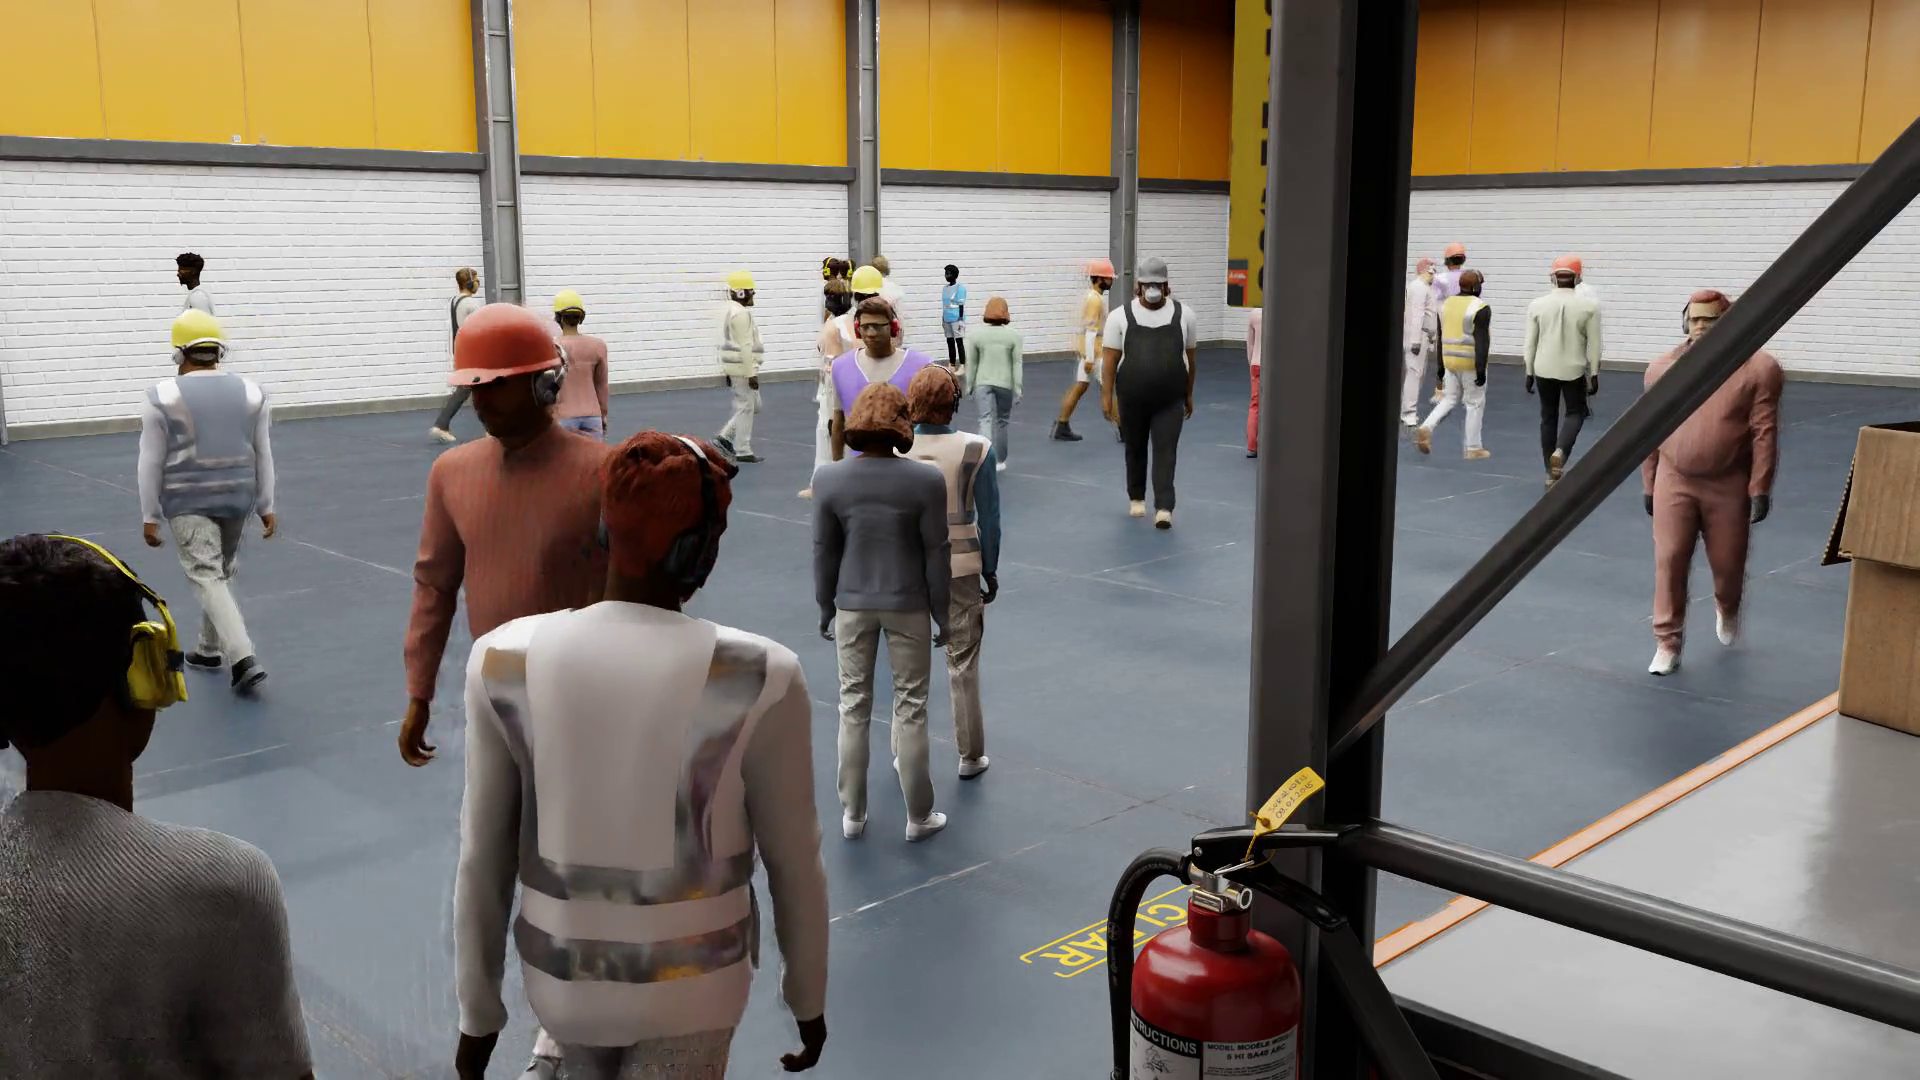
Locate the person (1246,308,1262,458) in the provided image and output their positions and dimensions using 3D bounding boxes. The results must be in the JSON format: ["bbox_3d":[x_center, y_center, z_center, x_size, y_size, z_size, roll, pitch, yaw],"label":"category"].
[{"bbox_3d":[2.950,-1.638,15.825,0.319,1.767,0.534,-6,12,-29],"label":"person"}]

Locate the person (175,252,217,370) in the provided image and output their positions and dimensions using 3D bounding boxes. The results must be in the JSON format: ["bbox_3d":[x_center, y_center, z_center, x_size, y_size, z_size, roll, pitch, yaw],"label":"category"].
[{"bbox_3d":[-7.538,-1.863,16.505,0.372,1.966,0.603,-4,11,-22],"label":"person"}]

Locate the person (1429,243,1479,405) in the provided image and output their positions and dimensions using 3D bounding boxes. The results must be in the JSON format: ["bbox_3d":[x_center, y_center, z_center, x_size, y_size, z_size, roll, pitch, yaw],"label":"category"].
[{"bbox_3d":[6.204,-2.705,20.955,0.614,2.034,0.578,0,10,-2],"label":"person"}]

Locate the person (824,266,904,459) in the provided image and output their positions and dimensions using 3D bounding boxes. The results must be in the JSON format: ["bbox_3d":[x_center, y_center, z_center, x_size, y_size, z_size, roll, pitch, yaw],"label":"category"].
[{"bbox_3d":[-0.633,-0.904,11.387,0.594,1.924,0.382,-6,12,-28],"label":"person"}]

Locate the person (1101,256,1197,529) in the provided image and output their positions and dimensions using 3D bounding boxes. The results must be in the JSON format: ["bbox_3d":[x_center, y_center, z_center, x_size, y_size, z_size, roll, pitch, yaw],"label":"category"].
[{"bbox_3d":[1.393,-1.127,12.287,0.700,2.000,1.040,1,10,4],"label":"person"}]

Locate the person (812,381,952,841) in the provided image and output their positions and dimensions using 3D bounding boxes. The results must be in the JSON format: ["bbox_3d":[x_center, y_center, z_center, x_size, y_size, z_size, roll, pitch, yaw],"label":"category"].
[{"bbox_3d":[-0.271,0.256,5.860,0.498,1.633,0.283,2,11,11],"label":"person"}]

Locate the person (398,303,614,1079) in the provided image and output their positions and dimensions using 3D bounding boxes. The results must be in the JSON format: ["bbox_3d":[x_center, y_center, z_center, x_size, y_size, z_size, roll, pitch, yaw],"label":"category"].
[{"bbox_3d":[-1.111,0.405,4.152,0.627,1.957,0.887,3,11,18],"label":"person"}]

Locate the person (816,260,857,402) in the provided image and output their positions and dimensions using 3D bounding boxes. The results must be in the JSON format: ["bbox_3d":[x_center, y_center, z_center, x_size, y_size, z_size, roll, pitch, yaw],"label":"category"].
[{"bbox_3d":[-1.462,-2.666,21.295,0.969,1.820,0.541,-7,13,-34],"label":"person"}]

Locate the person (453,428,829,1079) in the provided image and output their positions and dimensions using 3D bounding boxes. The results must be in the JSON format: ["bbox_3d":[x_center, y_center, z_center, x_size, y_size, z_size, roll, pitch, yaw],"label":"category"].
[{"bbox_3d":[-0.520,0.733,2.725,0.593,1.834,1.014,2,11,10],"label":"person"}]

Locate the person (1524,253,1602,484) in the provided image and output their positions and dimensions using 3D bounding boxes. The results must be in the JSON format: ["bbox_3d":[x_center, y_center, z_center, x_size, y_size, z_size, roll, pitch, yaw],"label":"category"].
[{"bbox_3d":[5.099,-1.433,14.118,0.636,1.980,0.564,6,12,29],"label":"person"}]

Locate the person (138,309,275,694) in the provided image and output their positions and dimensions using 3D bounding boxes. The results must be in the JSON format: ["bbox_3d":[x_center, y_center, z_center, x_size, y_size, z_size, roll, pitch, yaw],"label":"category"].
[{"bbox_3d":[-3.530,-0.188,7.843,0.889,1.796,0.598,9,13,39],"label":"person"}]

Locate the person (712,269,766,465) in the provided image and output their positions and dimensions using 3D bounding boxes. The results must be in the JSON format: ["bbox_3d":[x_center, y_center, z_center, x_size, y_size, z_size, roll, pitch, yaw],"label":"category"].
[{"bbox_3d":[-2.012,-1.589,15.416,0.423,1.818,0.596,-2,11,-13],"label":"person"}]

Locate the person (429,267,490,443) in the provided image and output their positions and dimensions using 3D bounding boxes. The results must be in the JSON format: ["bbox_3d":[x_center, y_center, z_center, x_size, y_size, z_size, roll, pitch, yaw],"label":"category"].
[{"bbox_3d":[-5.118,-1.918,17.241,0.939,1.812,0.510,-7,13,-35],"label":"person"}]

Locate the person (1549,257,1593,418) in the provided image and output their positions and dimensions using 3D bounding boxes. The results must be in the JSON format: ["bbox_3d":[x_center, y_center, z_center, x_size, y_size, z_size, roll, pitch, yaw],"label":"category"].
[{"bbox_3d":[7.136,-2.359,19.426,0.571,1.886,0.586,-5,11,-25],"label":"person"}]

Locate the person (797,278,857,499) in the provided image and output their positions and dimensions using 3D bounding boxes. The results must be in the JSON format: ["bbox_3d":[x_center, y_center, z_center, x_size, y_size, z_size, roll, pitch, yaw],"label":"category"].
[{"bbox_3d":[-0.864,-1.240,13.594,0.926,1.804,0.604,-9,13,-39],"label":"person"}]

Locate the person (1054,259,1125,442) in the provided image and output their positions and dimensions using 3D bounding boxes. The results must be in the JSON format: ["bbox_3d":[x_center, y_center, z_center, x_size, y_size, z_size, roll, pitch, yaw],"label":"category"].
[{"bbox_3d":[1.431,-1.940,17.152,0.989,1.888,0.567,0,10,2],"label":"person"}]

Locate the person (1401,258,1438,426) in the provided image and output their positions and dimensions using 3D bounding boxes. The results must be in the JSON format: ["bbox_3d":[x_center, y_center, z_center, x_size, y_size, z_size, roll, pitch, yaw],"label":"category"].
[{"bbox_3d":[5.195,-2.230,18.778,0.397,1.878,0.772,3,11,15],"label":"person"}]

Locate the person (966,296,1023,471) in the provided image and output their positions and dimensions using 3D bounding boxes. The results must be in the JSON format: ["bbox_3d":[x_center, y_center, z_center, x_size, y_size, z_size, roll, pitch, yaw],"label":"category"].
[{"bbox_3d":[0.304,-1.367,14.802,0.508,1.597,0.810,1,10,4],"label":"person"}]

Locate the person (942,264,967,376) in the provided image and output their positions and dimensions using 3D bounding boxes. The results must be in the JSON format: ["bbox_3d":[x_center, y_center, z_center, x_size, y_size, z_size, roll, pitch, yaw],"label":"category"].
[{"bbox_3d":[-0.105,-3.344,25.334,0.319,1.693,0.531,-8,13,-37],"label":"person"}]

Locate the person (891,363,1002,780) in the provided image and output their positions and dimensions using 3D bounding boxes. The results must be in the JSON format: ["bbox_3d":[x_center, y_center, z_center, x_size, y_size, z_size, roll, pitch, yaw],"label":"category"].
[{"bbox_3d":[-0.094,0.136,6.497,0.512,1.641,0.307,1,10,3],"label":"person"}]

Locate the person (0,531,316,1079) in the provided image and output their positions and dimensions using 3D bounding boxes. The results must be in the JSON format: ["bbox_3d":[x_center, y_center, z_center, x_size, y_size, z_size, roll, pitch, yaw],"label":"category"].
[{"bbox_3d":[-0.917,0.910,1.772,0.587,1.823,0.892,4,11,22],"label":"person"}]

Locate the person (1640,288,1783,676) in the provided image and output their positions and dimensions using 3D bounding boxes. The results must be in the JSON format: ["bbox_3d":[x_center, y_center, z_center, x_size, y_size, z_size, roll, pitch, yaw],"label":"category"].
[{"bbox_3d":[3.685,-0.300,8.221,0.646,1.881,0.772,6,12,31],"label":"person"}]

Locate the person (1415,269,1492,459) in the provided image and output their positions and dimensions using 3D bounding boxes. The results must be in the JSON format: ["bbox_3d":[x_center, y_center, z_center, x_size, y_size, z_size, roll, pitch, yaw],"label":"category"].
[{"bbox_3d":[4.742,-1.657,15.804,0.718,1.825,0.633,-5,12,-27],"label":"person"}]

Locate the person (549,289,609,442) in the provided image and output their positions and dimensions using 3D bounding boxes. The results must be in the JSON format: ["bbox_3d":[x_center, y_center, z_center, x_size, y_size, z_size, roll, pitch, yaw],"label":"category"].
[{"bbox_3d":[-2.656,-0.832,11.434,0.525,1.769,0.308,-8,13,-37],"label":"person"}]

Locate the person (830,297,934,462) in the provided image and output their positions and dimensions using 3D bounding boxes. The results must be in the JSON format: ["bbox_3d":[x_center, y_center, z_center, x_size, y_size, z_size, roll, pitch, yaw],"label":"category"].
[{"bbox_3d":[-0.403,-0.337,8.606,0.593,1.814,0.754,1,10,8],"label":"person"}]

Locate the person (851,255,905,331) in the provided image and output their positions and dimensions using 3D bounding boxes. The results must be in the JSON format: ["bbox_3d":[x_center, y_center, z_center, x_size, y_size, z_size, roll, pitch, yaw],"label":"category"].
[{"bbox_3d":[-0.960,-2.244,18.750,0.682,1.908,0.742,1,10,5],"label":"person"}]

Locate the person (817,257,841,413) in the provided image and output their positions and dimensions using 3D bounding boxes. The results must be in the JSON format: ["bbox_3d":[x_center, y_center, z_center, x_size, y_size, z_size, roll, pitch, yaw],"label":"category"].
[{"bbox_3d":[-1.524,-2.440,19.912,0.327,1.874,0.519,5,12,27],"label":"person"}]
